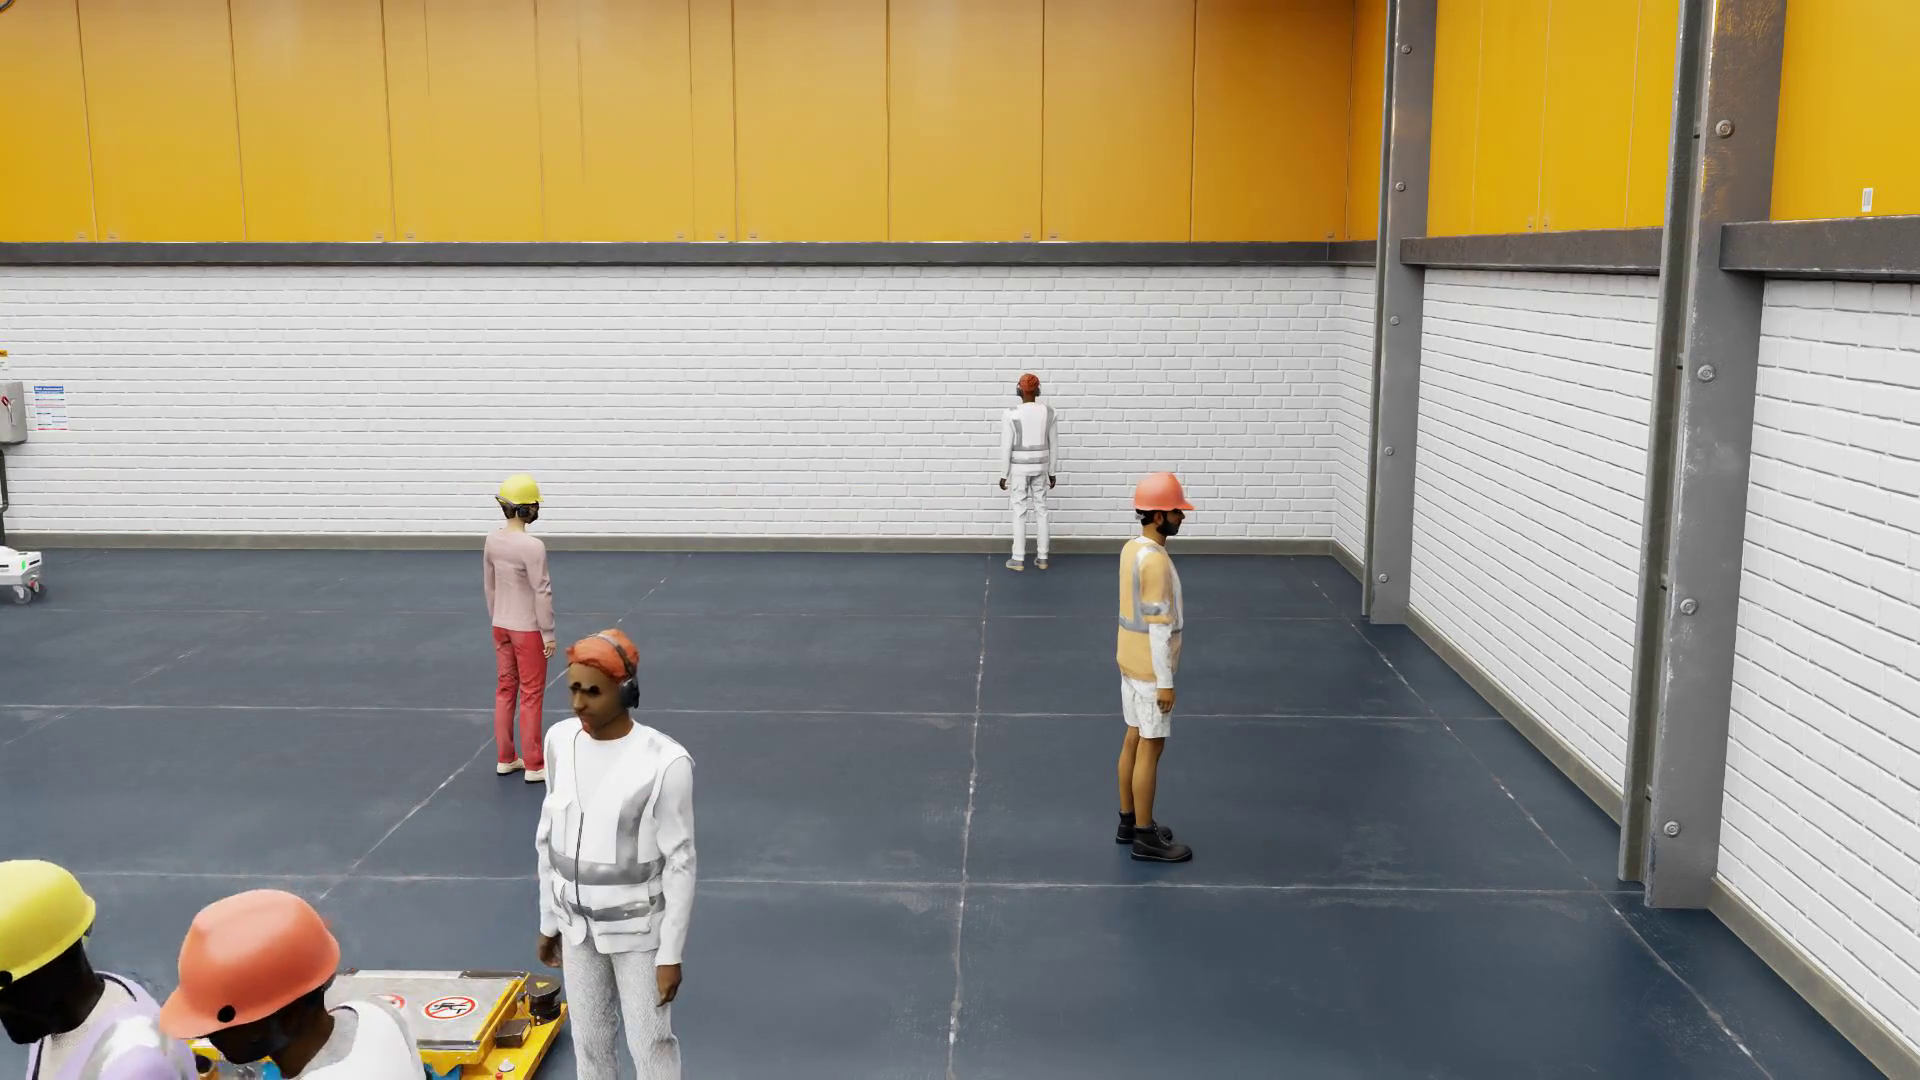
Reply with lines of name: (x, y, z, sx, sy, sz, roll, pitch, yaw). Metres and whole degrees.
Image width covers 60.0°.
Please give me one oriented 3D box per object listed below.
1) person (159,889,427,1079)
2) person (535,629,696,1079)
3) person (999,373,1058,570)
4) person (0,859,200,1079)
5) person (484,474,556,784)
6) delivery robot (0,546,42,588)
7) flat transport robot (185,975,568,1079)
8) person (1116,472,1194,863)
person: (-1.111, 1.527, 3.163, 0.693, 1.877, 0.570, -2, 10, -13)
person: (-1.065, 1.197, 5.090, 0.575, 1.885, 0.355, 5, 11, 28)
person: (0.652, -0.648, 15.892, 0.585, 1.882, 0.341, -3, 10, -19)
person: (-1.707, 1.516, 3.270, 0.925, 1.858, 0.604, -7, 12, -35)
person: (-2.488, 0.503, 9.499, 0.533, 1.767, 0.312, 8, 12, 38)
delivery robot: (-8.361, 0.226, 14.387, 0.707, 0.478, 0.477, -1, 10, -3)
flat transport robot: (-2.249, 1.820, 6.161, 1.431, 0.197, 0.652, 0, 10, 2)
person: (0.967, 0.624, 8.283, 0.362, 1.939, 0.543, -2, 10, -9)
